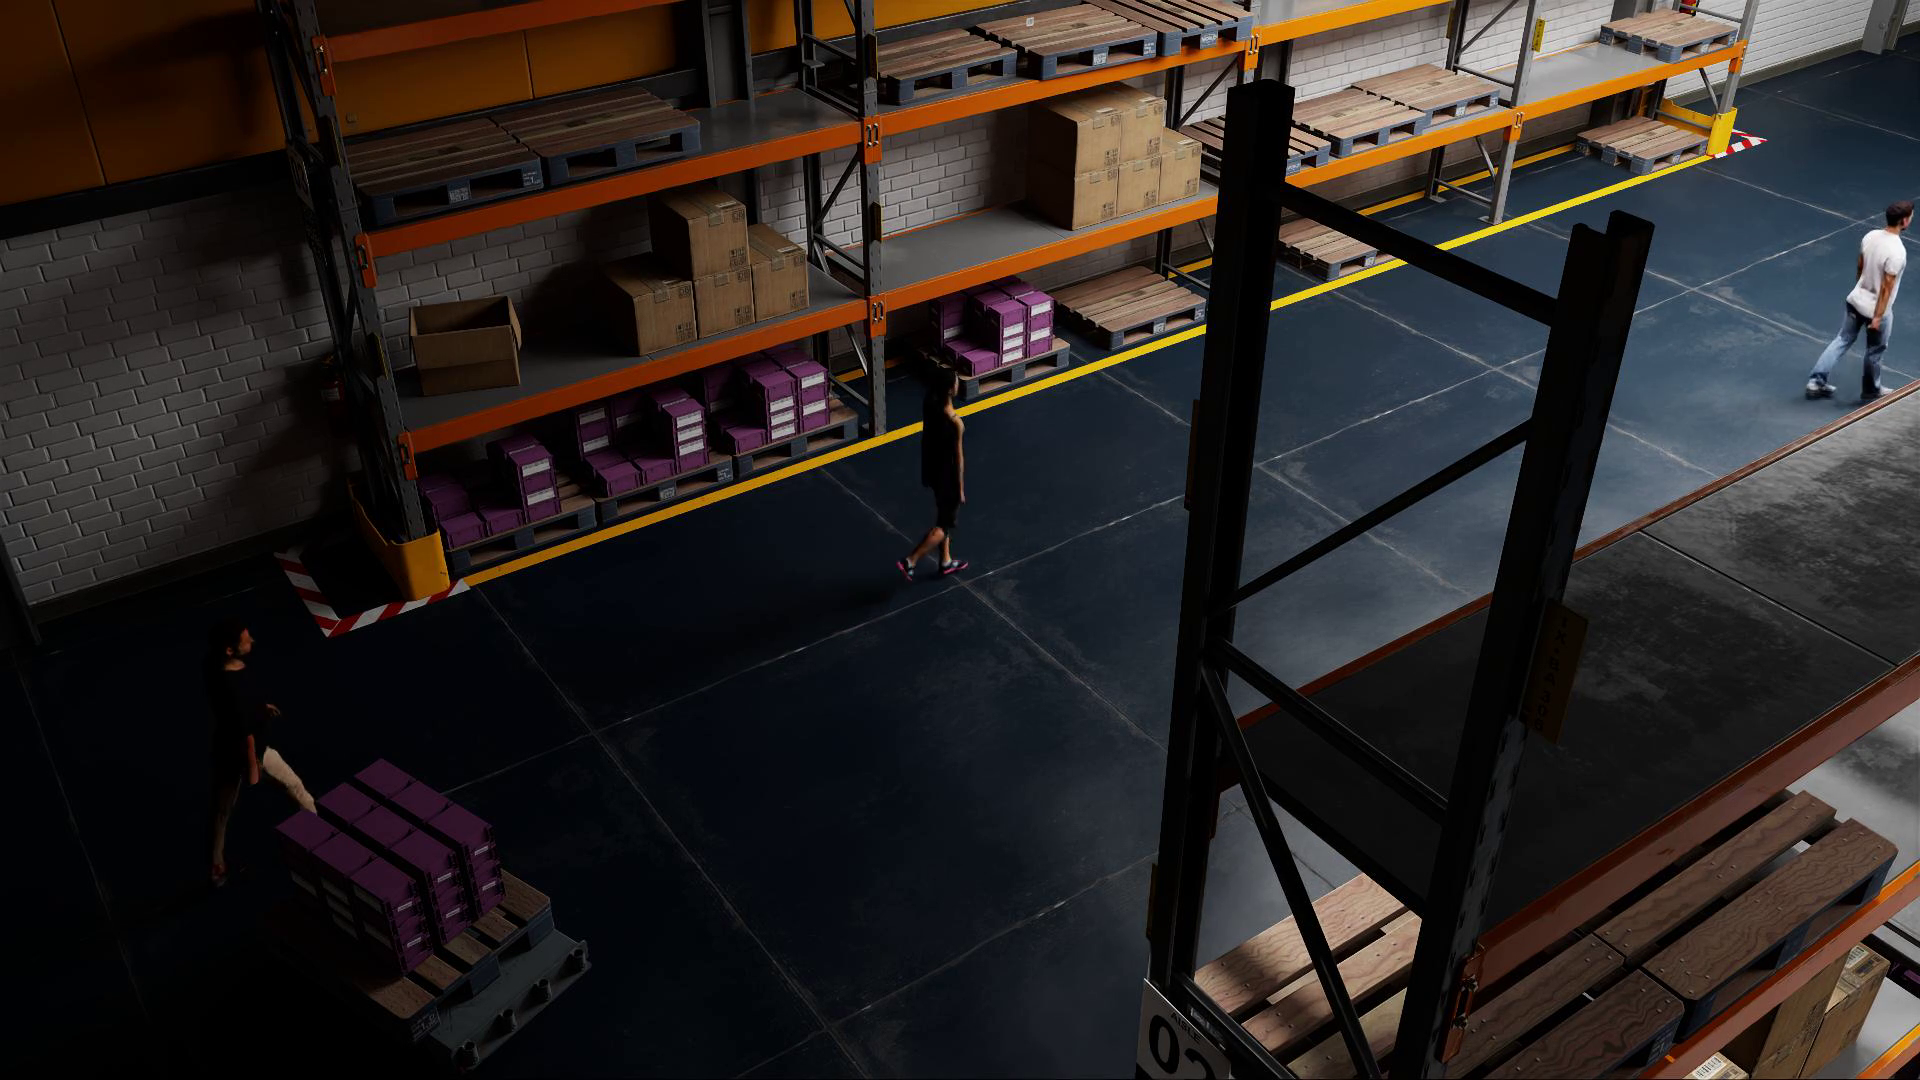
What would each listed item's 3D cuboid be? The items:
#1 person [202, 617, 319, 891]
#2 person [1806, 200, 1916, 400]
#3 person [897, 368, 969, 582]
[{"bbox_3d":[-4.169,1.252,9.472,0.841,1.780,1.251,25,41,33],"label":"person"},{"bbox_3d":[7.790,-2.035,14.368,1.124,1.834,0.944,-5,34,-7],"label":"person"},{"bbox_3d":[-0.194,-0.412,12.036,0.874,1.713,0.576,-25,41,-32],"label":"person"}]
